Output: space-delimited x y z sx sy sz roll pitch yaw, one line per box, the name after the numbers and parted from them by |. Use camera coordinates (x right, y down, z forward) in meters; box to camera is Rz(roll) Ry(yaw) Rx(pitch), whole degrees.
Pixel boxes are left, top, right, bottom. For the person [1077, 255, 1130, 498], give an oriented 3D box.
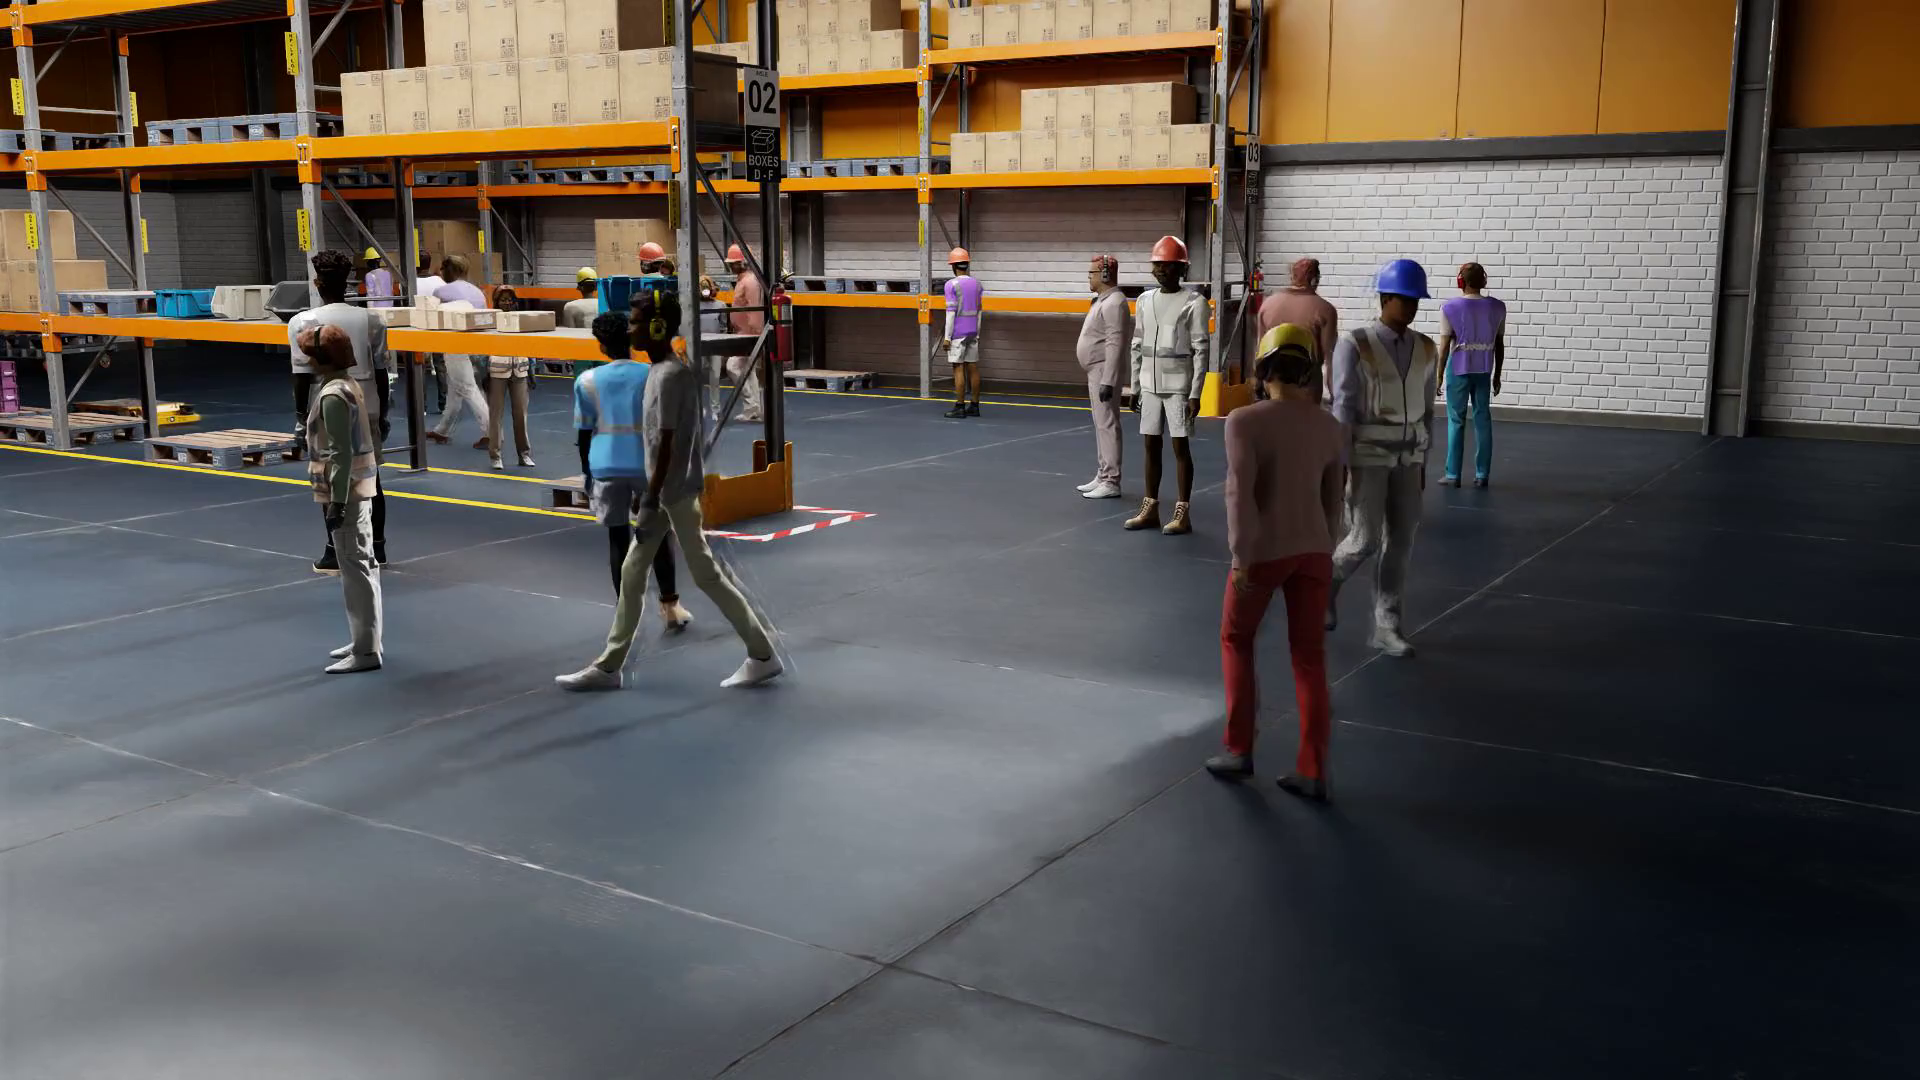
1.121 -1.285 13.120 0.409 1.907 0.651 0 10 -1 | person

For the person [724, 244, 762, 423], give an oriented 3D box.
-2.411 -2.267 18.352 0.494 1.972 0.638 -3 11 -14 | person

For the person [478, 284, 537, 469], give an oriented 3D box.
-4.020 -1.445 14.771 0.514 1.634 0.312 -8 13 -37 | person

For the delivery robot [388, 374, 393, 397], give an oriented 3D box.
-7.171 -1.881 19.910 0.707 0.478 0.477 -1 10 -6 | delivery robot

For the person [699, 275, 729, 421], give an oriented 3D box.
-2.816 -2.115 18.475 0.507 1.632 0.267 -4 11 -21 | person

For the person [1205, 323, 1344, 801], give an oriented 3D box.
1.190 0.075 6.114 0.548 1.707 0.626 -4 11 -19 | person

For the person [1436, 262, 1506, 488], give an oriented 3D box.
4.175 -1.343 13.619 0.572 1.840 0.373 -1 10 -8 | person

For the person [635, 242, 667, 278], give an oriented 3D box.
-3.050 -1.966 16.645 0.375 1.997 0.612 10 14 43 | person

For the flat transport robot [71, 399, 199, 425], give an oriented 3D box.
-9.153 -1.421 18.407 1.431 0.197 0.652 6 12 31 | flat transport robot

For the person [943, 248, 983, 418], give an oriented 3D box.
0.009 -2.352 18.958 0.548 1.934 0.374 -10 14 -43 | person

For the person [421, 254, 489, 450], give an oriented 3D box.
-4.882 -1.824 16.199 1.049 1.889 0.648 4 11 21 | person

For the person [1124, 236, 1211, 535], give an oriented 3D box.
1.423 -1.061 11.492 0.607 2.048 0.368 9 13 40 | person

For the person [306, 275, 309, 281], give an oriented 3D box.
-7.629 -2.365 19.680 0.435 1.686 0.537 -4 11 -23 | person

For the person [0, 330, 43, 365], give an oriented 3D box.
-15.072 -3.674 26.426 0.849 1.894 0.656 1 10 3 | person

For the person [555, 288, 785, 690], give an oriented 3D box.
-1.277 -0.208 7.422 1.021 1.822 0.526 -3 11 -14 | person

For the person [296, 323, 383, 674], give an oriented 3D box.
-2.897 -0.195 7.823 0.315 1.638 0.517 -2 11 -13 | person

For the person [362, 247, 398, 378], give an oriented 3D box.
-8.472 -3.295 24.239 0.401 1.919 0.588 2 11 13 | person

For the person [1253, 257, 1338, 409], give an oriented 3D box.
2.590 -1.196 12.665 0.685 1.886 0.507 9 13 40 | person

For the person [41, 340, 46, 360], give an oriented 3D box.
-15.409 -3.815 27.923 0.497 1.630 0.297 6 12 30 | person

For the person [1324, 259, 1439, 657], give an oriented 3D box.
2.045 -0.405 8.168 0.621 1.932 0.552 -4 11 -21 | person

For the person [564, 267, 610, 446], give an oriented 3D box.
-3.642 -1.797 16.380 0.528 1.760 0.340 -6 12 -32 | person

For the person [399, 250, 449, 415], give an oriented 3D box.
-6.169 -2.392 19.264 0.582 1.911 0.391 -4 11 -23 | person

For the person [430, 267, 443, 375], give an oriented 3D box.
-7.783 -3.289 25.014 0.284 1.628 0.502 5 11 25 | person

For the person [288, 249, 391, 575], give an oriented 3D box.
-3.751 -0.769 10.097 0.607 1.966 0.367 -10 14 -43 | person

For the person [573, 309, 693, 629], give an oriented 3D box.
-1.726 -0.357 8.619 0.553 1.662 0.408 0 10 -3 | person

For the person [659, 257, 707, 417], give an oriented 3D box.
-3.019 -2.009 17.311 0.527 1.851 0.491 -6 12 -28 | person
